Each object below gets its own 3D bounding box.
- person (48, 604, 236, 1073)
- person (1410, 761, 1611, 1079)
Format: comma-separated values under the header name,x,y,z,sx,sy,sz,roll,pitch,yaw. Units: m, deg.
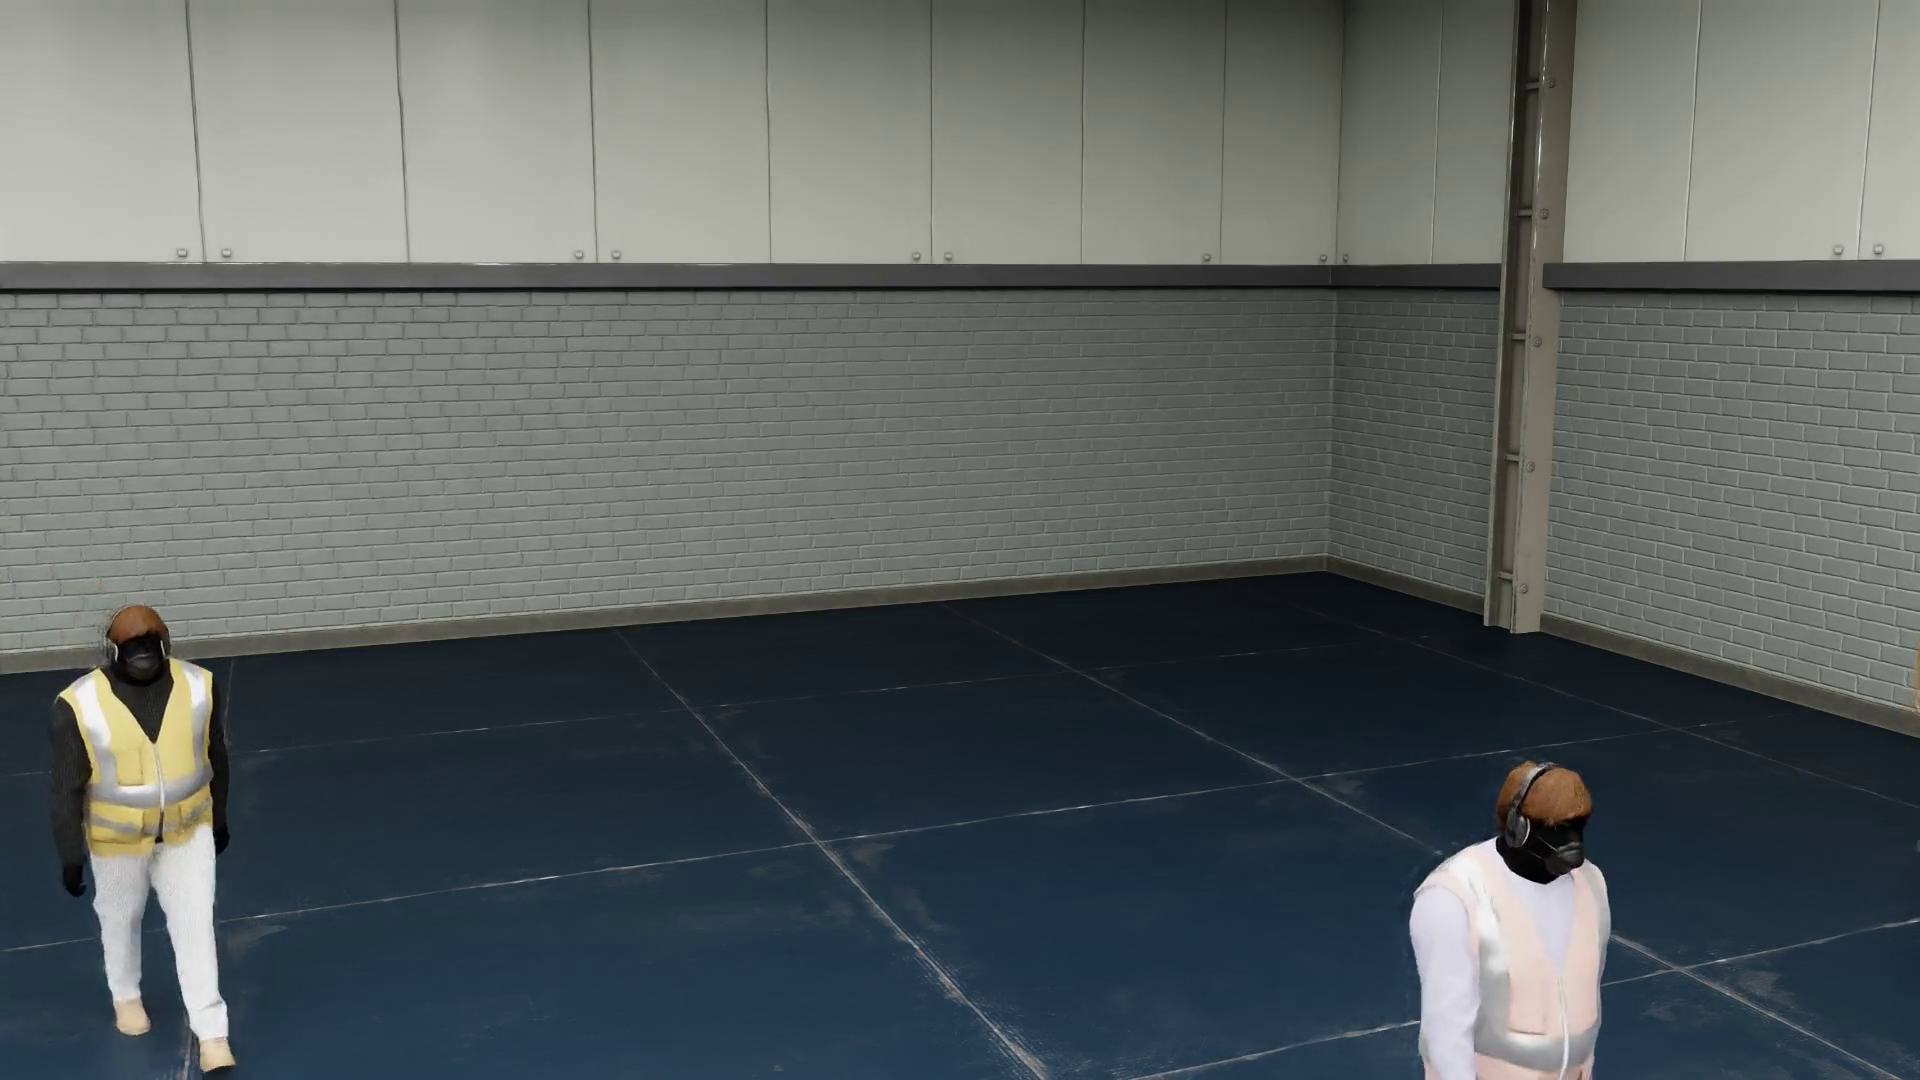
name,x,y,z,sx,sy,sz,roll,pitch,yaw
person,-3.139,1.128,6.427,0.657,1.787,0.988,-7,12,-38
person,1.450,1.446,4.464,0.614,1.797,0.986,-3,9,-18
